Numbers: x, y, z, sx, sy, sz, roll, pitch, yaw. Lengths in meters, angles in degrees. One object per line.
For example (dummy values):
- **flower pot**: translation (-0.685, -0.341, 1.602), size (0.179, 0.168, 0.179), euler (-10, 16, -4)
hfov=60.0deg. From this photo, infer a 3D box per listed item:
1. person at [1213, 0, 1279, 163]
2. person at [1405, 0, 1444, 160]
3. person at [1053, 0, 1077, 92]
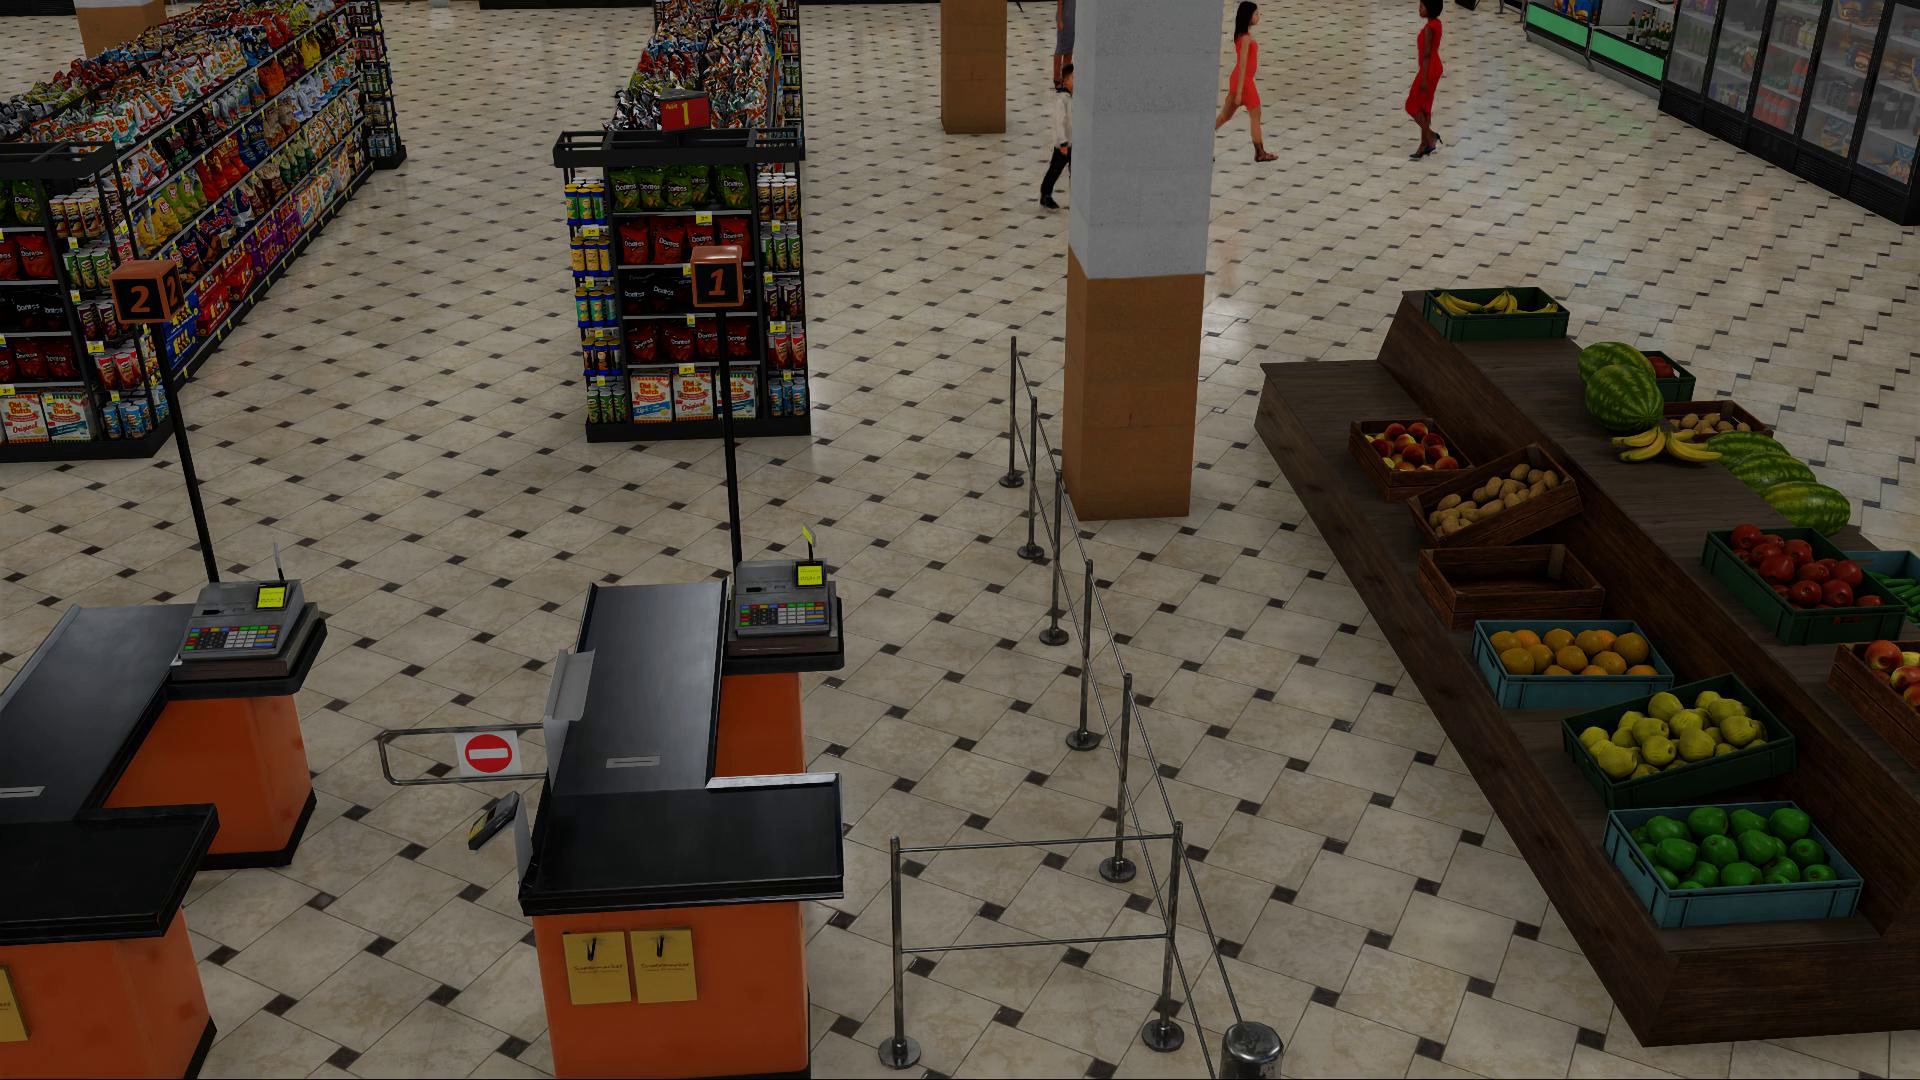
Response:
- **person**: translation (2.905, -4.814, 17.674), size (0.639, 1.676, 1.074), euler (-2, 27, -5)
- **person**: translation (5.126, -4.974, 17.930), size (0.816, 1.730, 0.742), euler (10, 29, 19)
- **person**: translation (1.358, -6.612, 21.104), size (0.710, 1.781, 0.660), euler (23, 35, 37)
